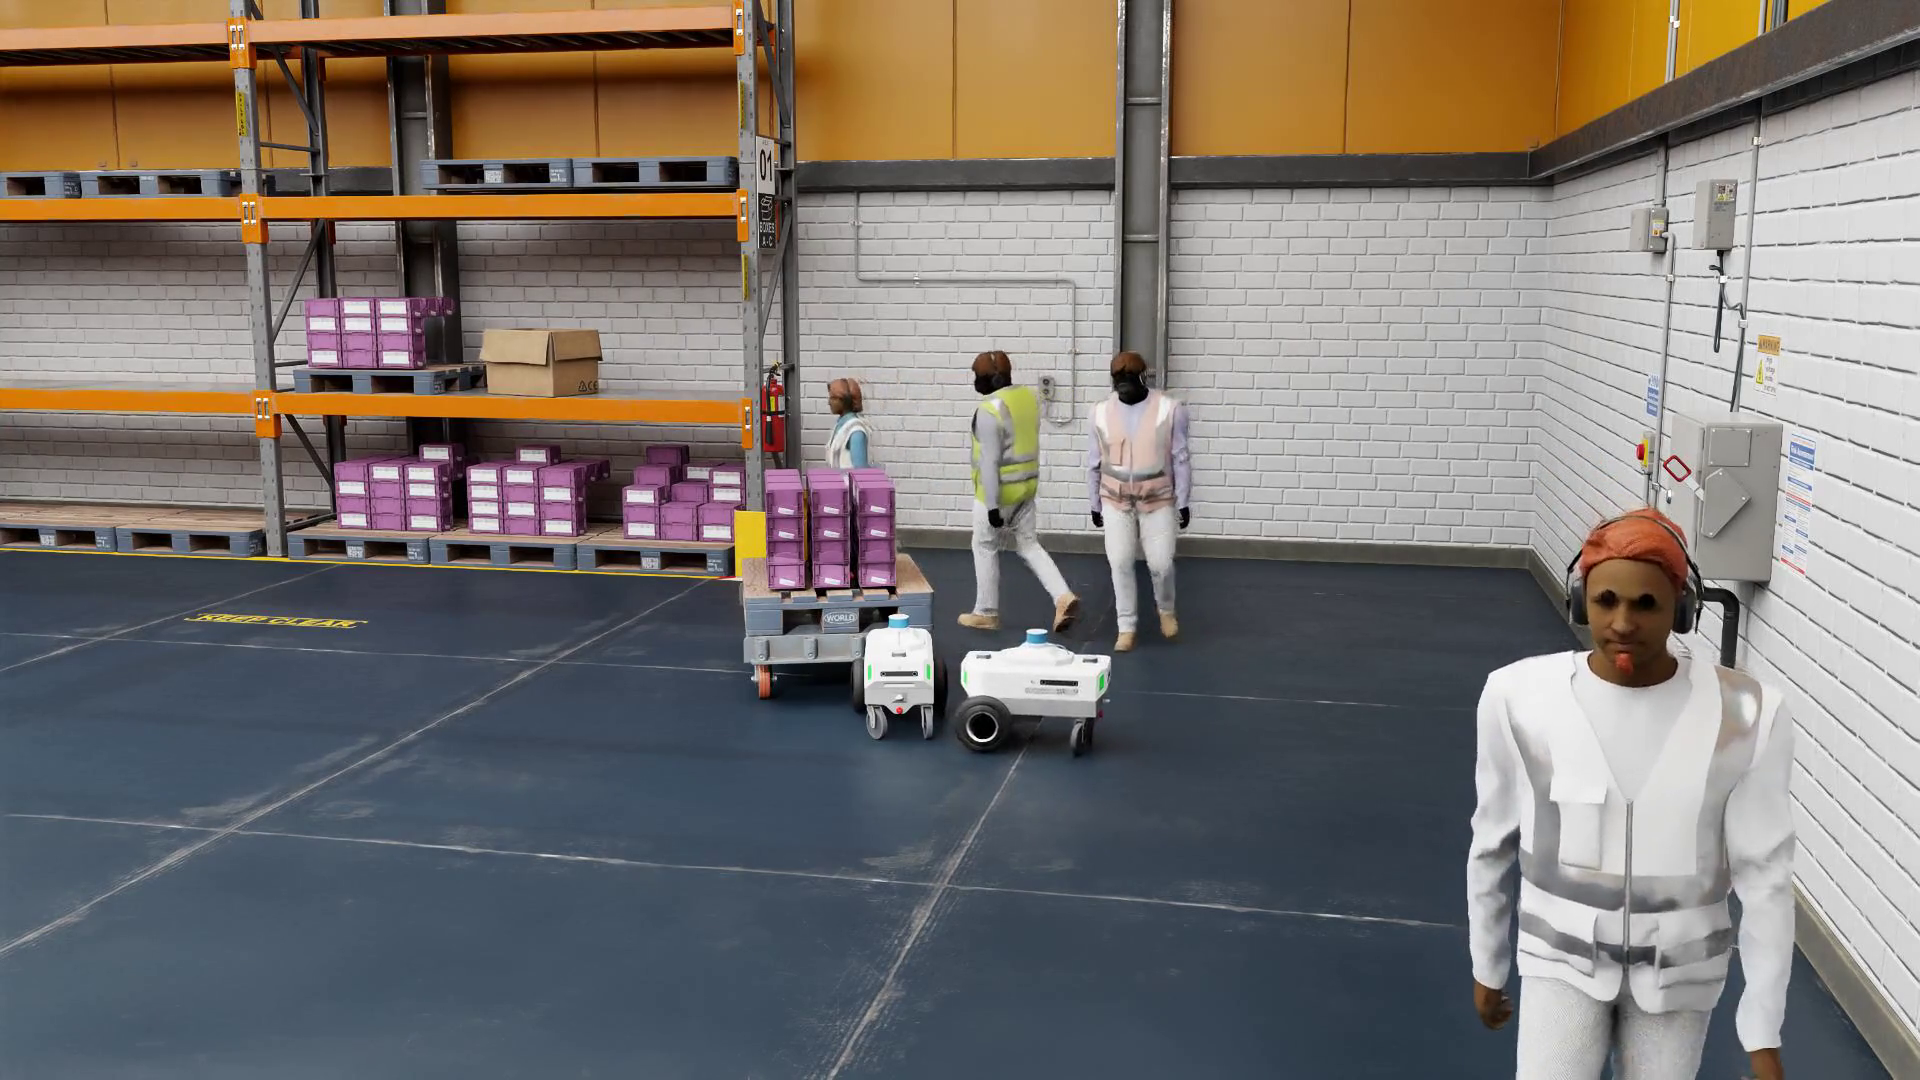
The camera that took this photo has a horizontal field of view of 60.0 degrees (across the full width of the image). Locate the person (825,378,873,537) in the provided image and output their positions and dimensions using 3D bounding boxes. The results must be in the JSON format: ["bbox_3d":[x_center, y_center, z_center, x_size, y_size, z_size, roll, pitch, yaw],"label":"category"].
[{"bbox_3d":[-0.693,-0.266,10.871,0.891,1.589,0.516,-2,10,-11],"label":"person"}]

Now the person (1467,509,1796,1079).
[{"bbox_3d":[1.270,0.872,3.204,0.579,1.865,0.570,3,10,18],"label":"person"}]

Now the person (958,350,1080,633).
[{"bbox_3d":[0.345,-0.287,10.377,0.804,1.800,0.642,7,12,37],"label":"person"}]

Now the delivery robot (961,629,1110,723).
[{"bbox_3d":[0.371,0.674,8.033,0.707,0.478,0.477,1,10,8],"label":"delivery robot"}]

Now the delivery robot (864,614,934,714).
[{"bbox_3d":[-0.307,0.618,8.367,0.477,0.478,0.707,0,9,-2],"label":"delivery robot"}]

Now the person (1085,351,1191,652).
[{"bbox_3d":[1.080,-0.238,10.038,0.647,1.816,0.577,3,10,17],"label":"person"}]
